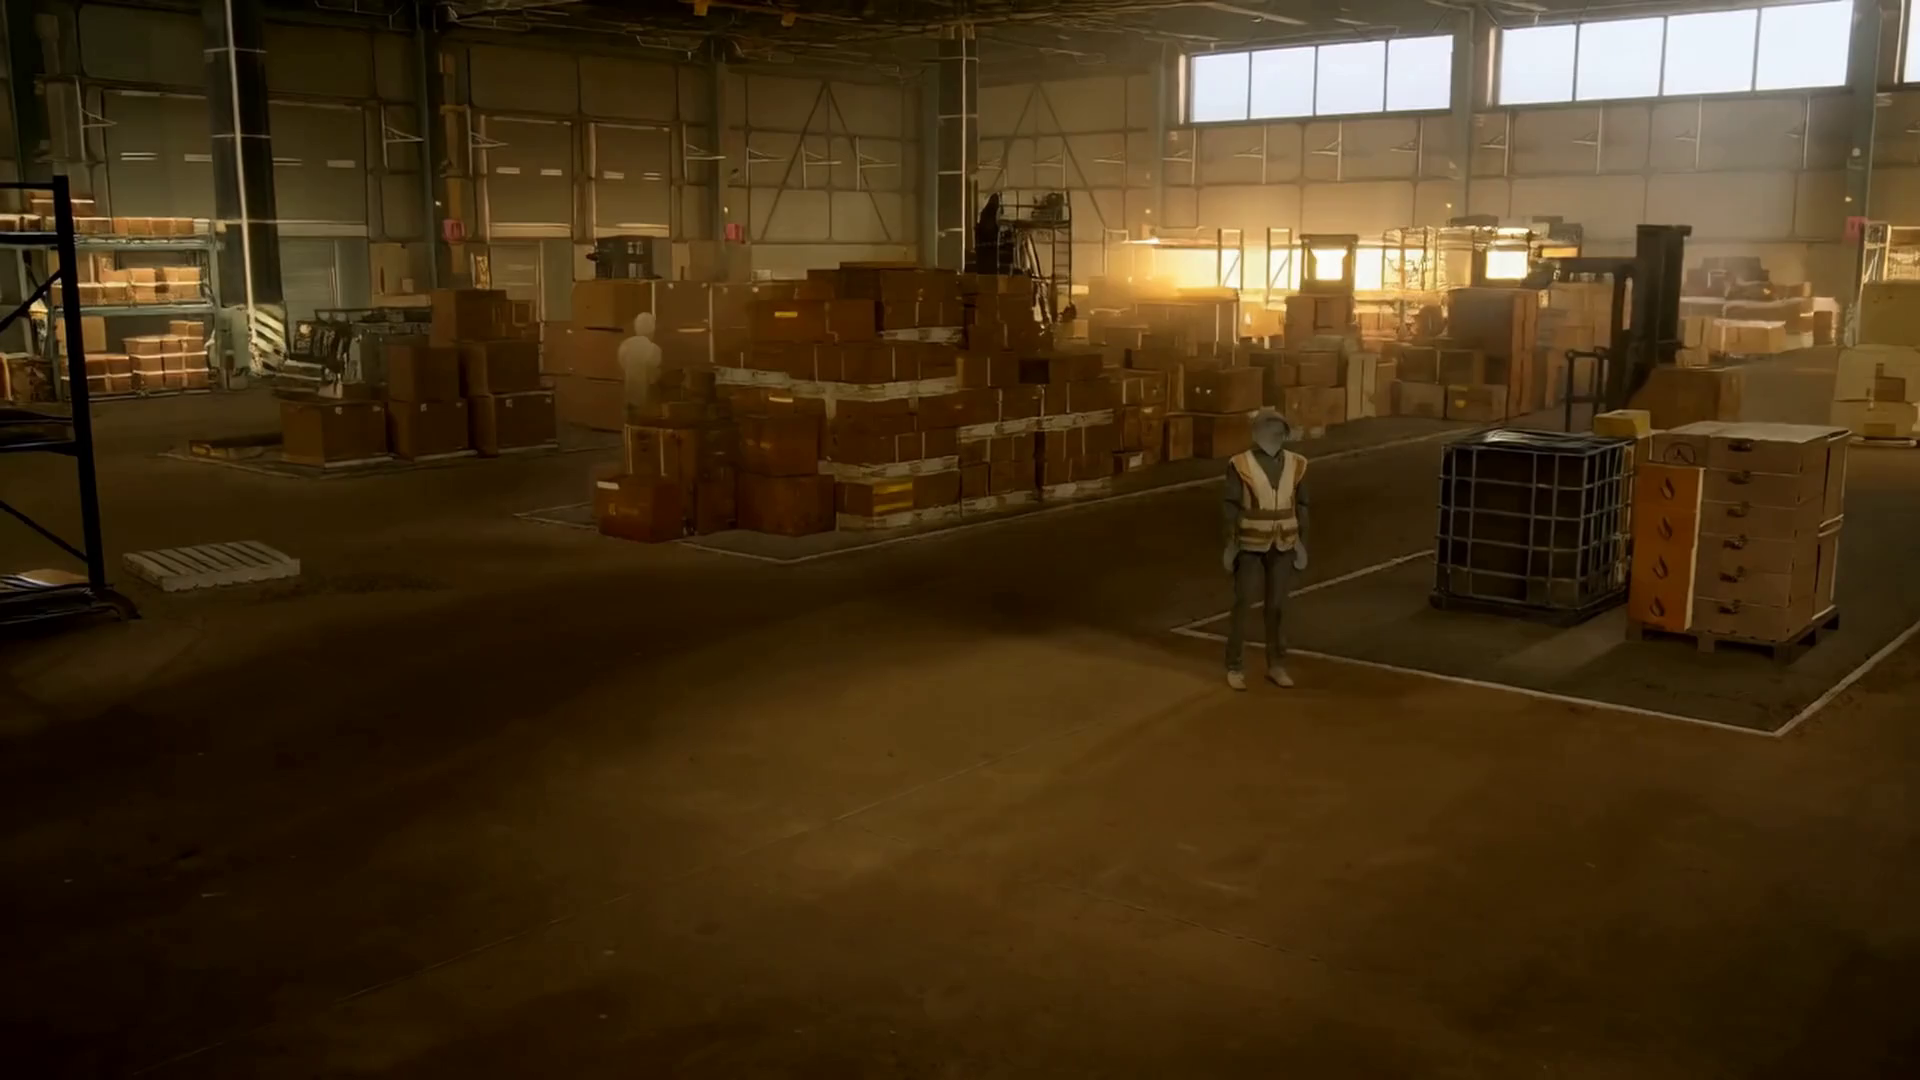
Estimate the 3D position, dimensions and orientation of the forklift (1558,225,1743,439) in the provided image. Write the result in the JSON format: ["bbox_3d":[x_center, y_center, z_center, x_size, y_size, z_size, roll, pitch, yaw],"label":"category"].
[{"bbox_3d":[8.632,-2.497,20.609,1.873,2.768,1.129,8,13,40],"label":"forklift"}]

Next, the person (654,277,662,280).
[{"bbox_3d":[-6.515,-4.726,36.018,0.632,1.931,0.382,-5,11,-24],"label":"person"}]

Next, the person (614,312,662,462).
[{"bbox_3d":[-3.279,-1.426,17.338,0.652,1.885,1.018,7,12,36],"label":"person"}]

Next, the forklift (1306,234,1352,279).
[{"bbox_3d":[7.398,-4.757,33.478,1.129,2.768,1.873,3,10,15],"label":"forklift"}]

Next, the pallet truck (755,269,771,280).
[{"bbox_3d":[-4.996,-6.432,45.525,1.885,1.965,0.823,-6,12,-32],"label":"pallet truck"}]

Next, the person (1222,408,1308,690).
[{"bbox_3d":[1.764,0.052,9.635,0.522,1.636,0.310,-2,10,-11],"label":"person"}]

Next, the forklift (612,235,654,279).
[{"bbox_3d":[-7.300,-5.450,37.421,1.873,2.768,1.129,8,13,40],"label":"forklift"}]
